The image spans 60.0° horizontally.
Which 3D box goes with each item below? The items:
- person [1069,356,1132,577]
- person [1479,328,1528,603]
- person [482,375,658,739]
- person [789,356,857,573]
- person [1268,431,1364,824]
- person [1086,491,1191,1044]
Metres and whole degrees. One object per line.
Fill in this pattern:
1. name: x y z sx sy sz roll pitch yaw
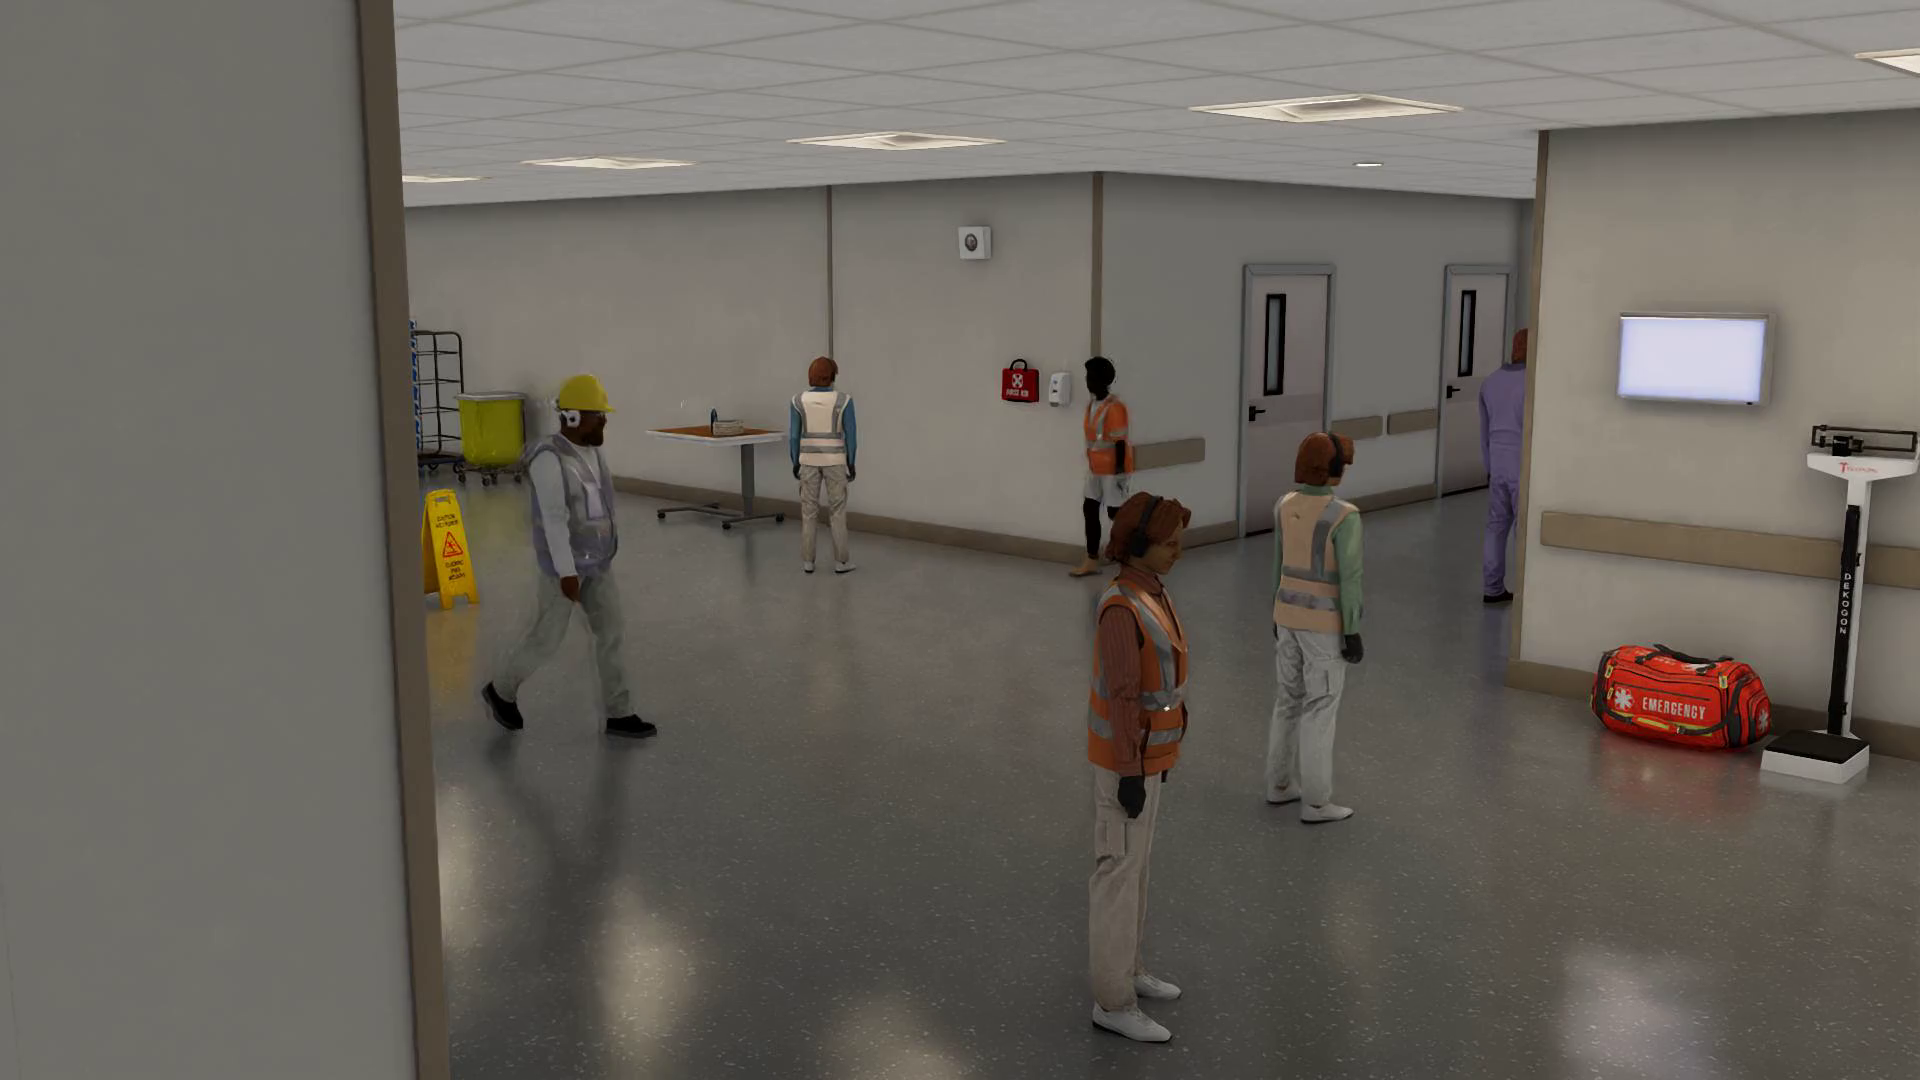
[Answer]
1. person: 1.186 -0.547 12.408 0.687 1.664 0.561 -4 10 -23
2. person: 3.822 -0.482 11.299 0.406 1.902 0.636 -4 10 -25
3. person: -1.954 0.085 8.164 0.880 1.798 0.592 3 10 19
4. person: -1.033 -0.561 12.574 0.515 1.640 0.315 2 9 10
5. person: 1.488 0.362 6.953 0.332 1.630 0.516 -4 10 -24
6. person: 0.535 0.668 5.041 0.310 1.640 0.514 2 10 14
